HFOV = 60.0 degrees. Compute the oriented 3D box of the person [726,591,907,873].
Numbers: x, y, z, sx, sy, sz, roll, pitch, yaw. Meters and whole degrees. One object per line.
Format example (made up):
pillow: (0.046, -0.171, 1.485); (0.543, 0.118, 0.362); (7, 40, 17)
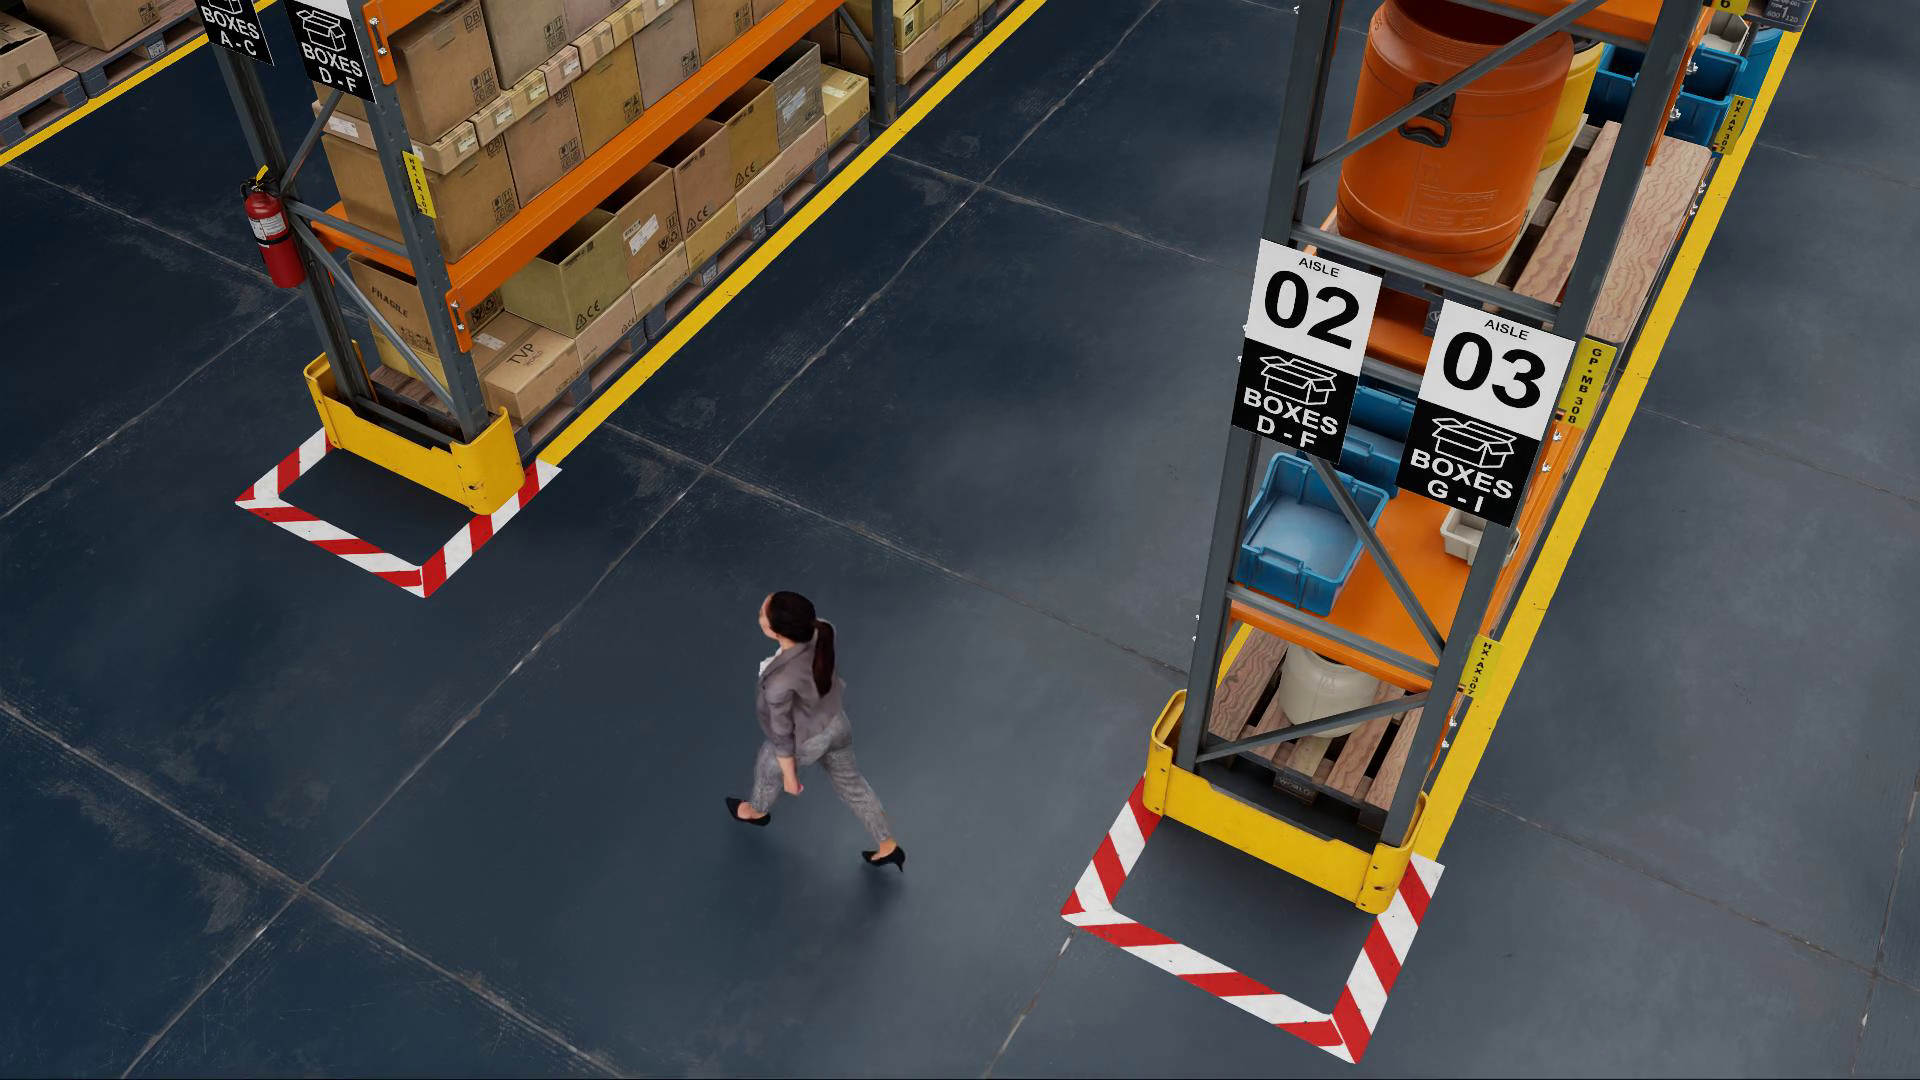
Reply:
person: (-0.535, 0.841, 6.748); (0.686, 1.628, 1.031); (23, 51, 20)
